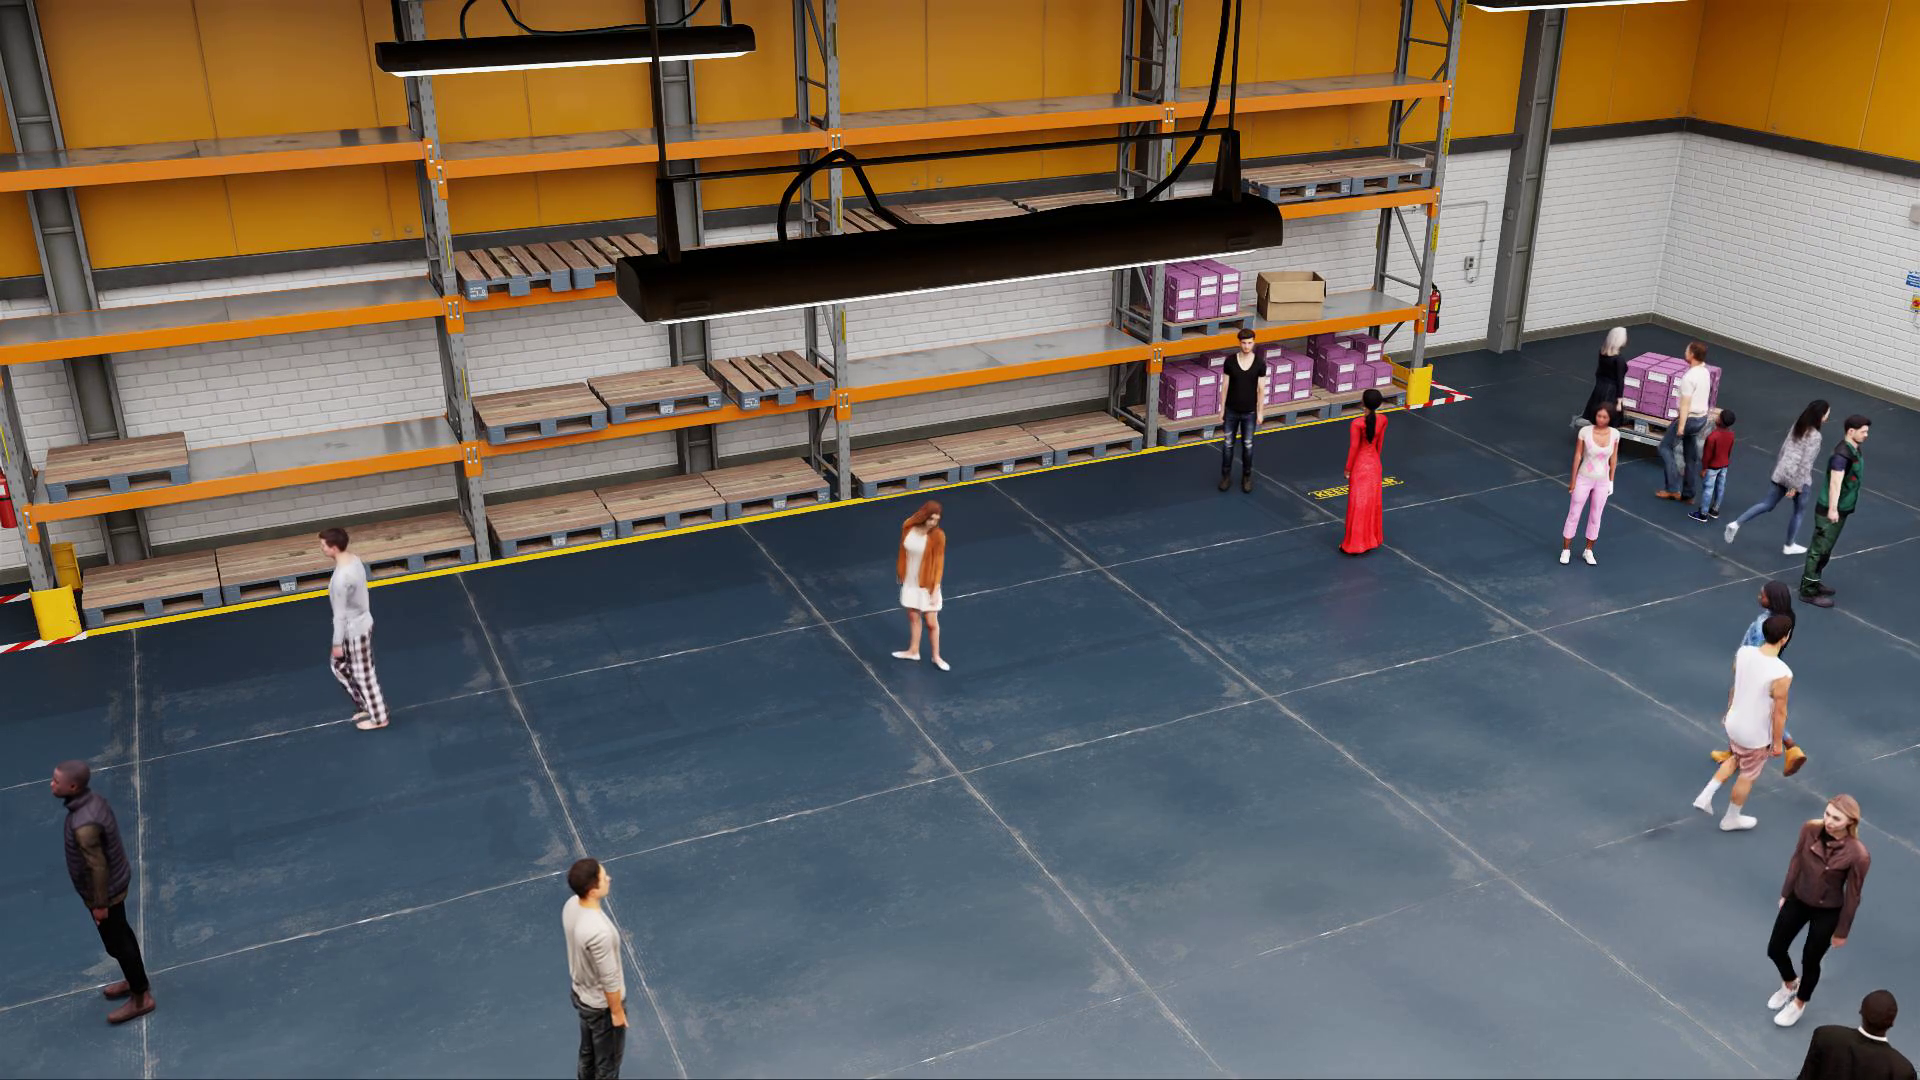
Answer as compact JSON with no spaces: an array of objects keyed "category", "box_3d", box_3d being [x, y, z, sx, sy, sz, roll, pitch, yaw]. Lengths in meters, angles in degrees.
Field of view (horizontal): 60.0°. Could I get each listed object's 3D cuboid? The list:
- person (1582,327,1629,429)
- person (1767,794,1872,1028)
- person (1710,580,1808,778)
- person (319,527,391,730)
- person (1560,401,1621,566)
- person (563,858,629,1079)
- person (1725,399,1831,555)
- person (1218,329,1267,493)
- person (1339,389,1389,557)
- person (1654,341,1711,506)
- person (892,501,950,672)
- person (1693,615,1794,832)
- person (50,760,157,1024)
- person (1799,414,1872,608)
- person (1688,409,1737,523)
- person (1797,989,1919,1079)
[{"category":"person","box_3d":[7.473,-1.614,19.199,0.609,1.747,0.634,-7,24,-15]},{"category":"person","box_3d":[5.372,2.280,10.356,0.615,1.694,0.665,-15,28,-30]},{"category":"person","box_3d":[6.342,1.128,13.003,0.943,1.685,0.753,-14,27,-29]},{"category":"person","box_3d":[-4.900,0.738,13.707,0.774,1.836,0.746,-3,24,-8]},{"category":"person","box_3d":[6.402,-0.585,16.849,0.615,1.743,0.721,3,24,6]},{"category":"person","box_3d":[-2.073,2.598,9.484,0.607,1.811,0.683,-16,28,-32]},{"category":"person","box_3d":[8.387,-0.601,16.954,1.193,1.689,0.839,-5,24,-10]},{"category":"person","box_3d":[3.151,-1.474,18.694,0.709,1.894,0.797,5,24,12]},{"category":"person","box_3d":[4.147,-0.700,17.063,0.563,1.784,0.704,-14,27,-28]},{"category":"person","box_3d":[8.095,-1.258,18.268,0.682,1.840,0.793,-16,28,-33]},{"category":"person","box_3d":[-0.382,0.355,14.789,0.814,1.671,0.849,-20,30,-38]},{"category":"person","box_3d":[5.777,1.388,12.298,0.787,1.775,0.706,-6,24,-14]},{"category":"person","box_3d":[-5.371,2.174,10.423,0.559,1.835,0.706,-12,26,-25]},{"category":"person","box_3d":[8.424,-0.319,16.047,0.828,1.899,0.717,14,27,29]},{"category":"person","box_3d":[8.184,-0.818,17.990,0.423,1.256,0.557,-10,26,-22]},{"category":"person","box_3d":[4.424,3.079,8.411,0.694,1.788,0.714,-18,29,-35]}]
